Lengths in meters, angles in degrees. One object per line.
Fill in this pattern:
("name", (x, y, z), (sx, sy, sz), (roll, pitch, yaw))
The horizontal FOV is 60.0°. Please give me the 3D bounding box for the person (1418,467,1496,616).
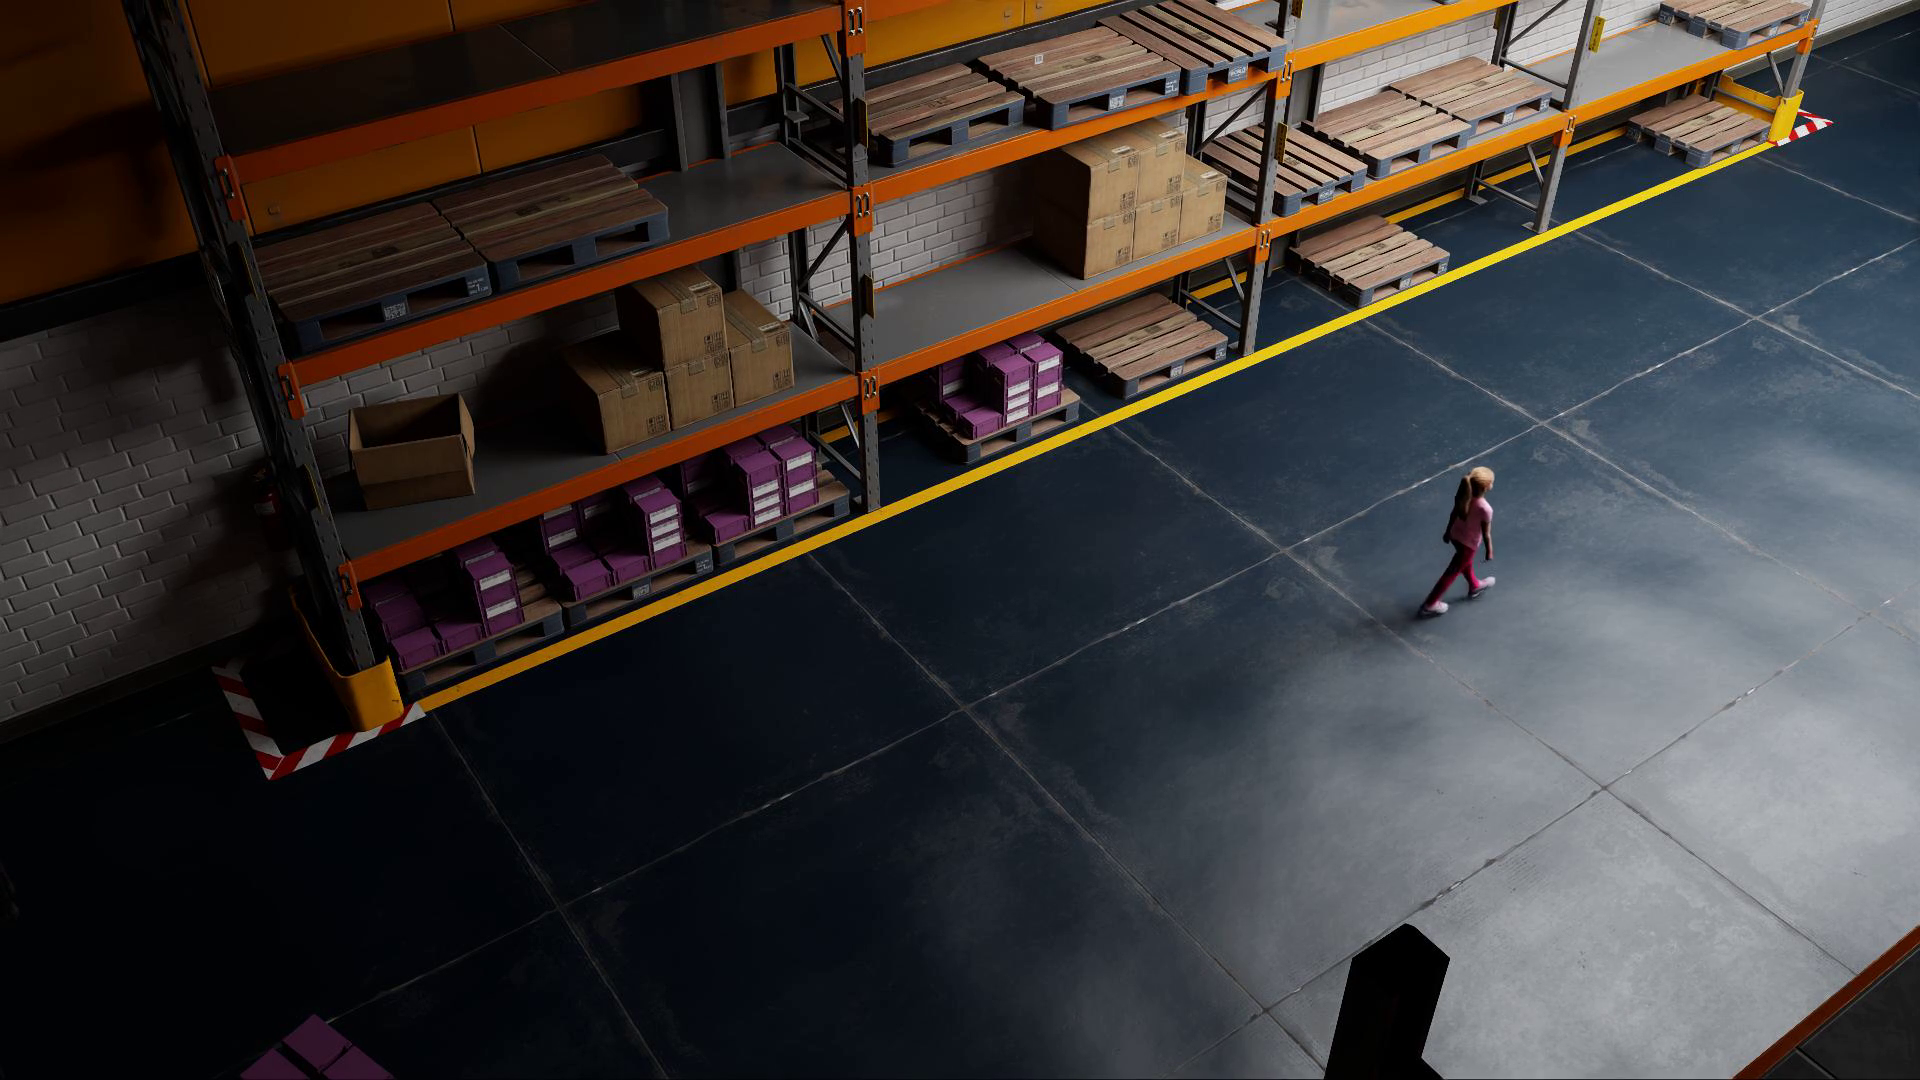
("person", (3.549, 0.031, 11.839), (0.933, 1.242, 0.636), (-14, 41, -17))
